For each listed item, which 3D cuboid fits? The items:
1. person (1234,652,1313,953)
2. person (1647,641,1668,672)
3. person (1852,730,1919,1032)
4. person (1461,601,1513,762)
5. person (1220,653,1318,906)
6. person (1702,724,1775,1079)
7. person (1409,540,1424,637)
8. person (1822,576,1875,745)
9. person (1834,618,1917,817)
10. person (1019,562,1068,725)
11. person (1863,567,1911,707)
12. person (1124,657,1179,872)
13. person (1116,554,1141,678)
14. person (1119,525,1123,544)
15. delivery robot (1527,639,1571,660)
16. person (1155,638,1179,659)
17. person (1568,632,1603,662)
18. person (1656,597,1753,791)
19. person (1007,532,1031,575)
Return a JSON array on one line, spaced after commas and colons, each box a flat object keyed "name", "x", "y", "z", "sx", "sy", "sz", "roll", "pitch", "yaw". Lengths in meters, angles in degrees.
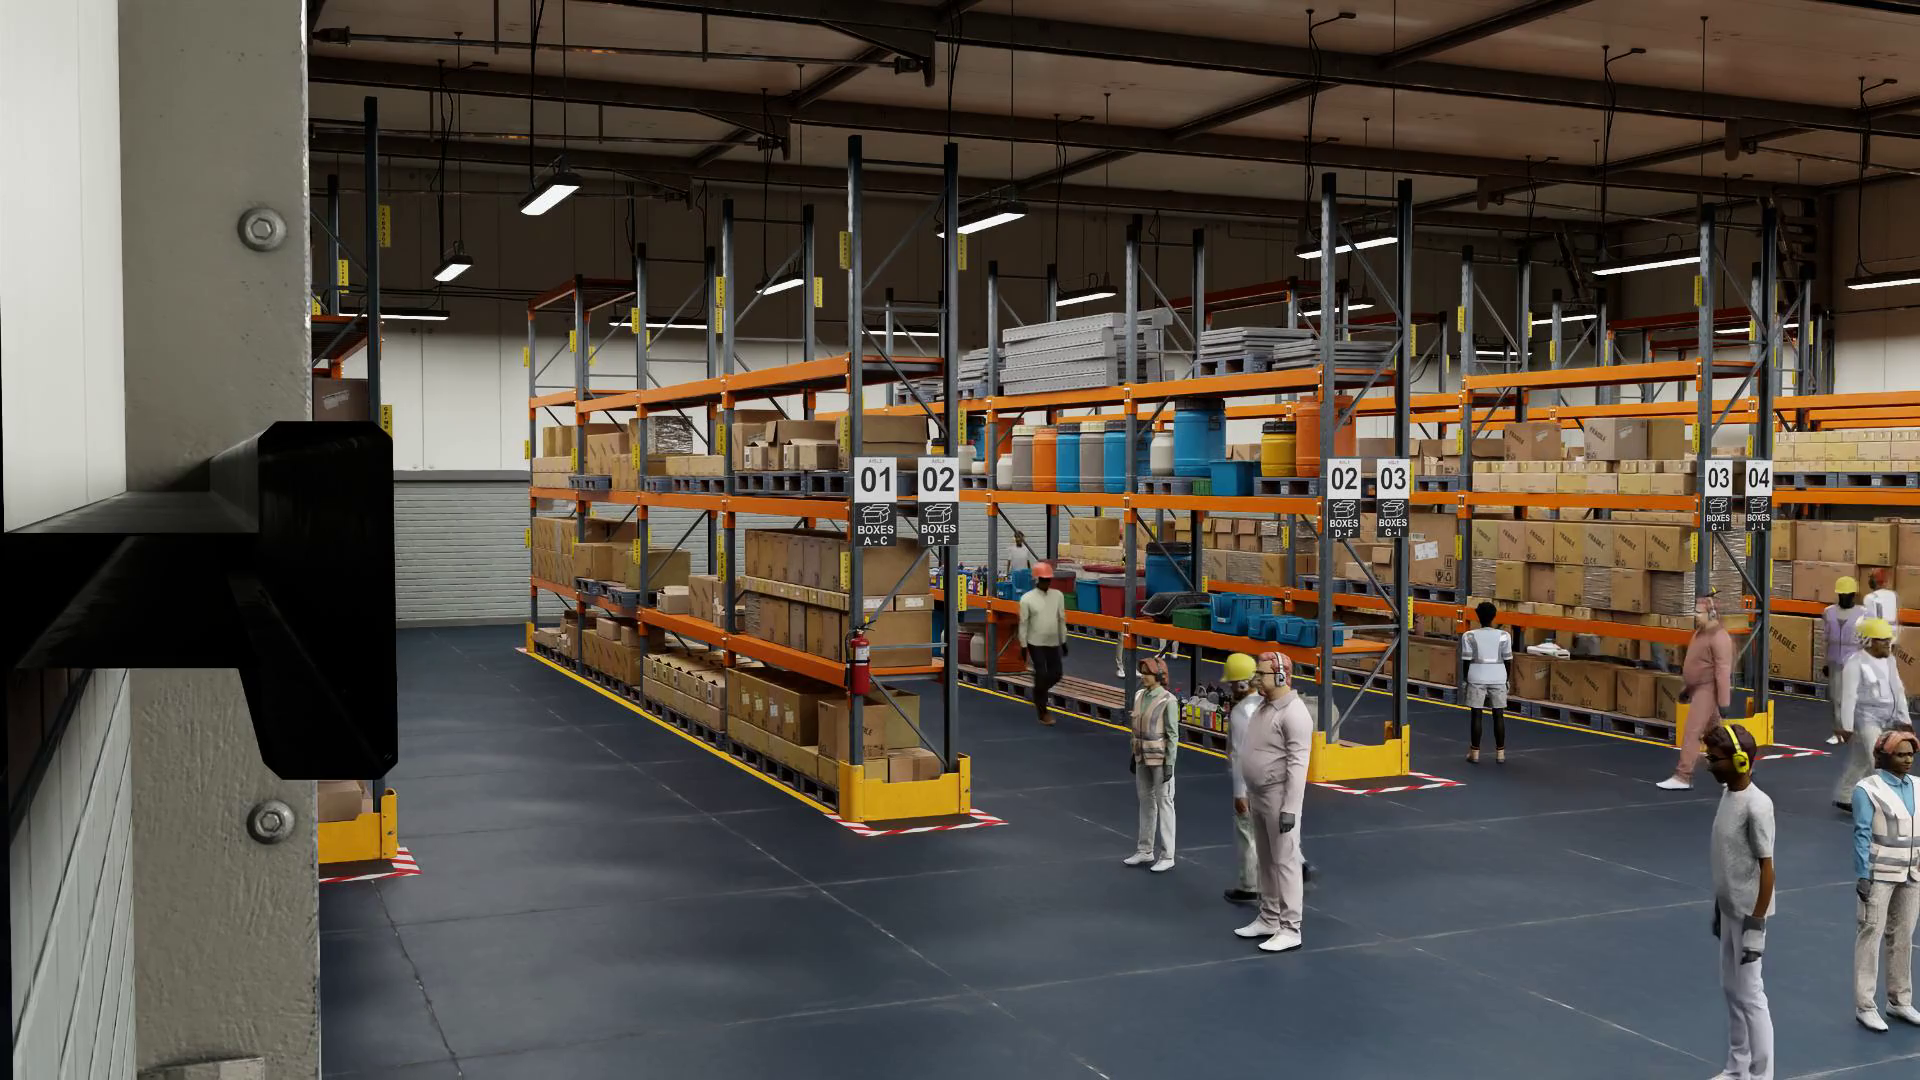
[{"name": "person", "x": 2.023, "y": 1.674, "z": 11.599, "sx": 0.410, "sy": 1.909, "sz": 0.643, "roll": -1, "pitch": 2, "yaw": -14}, {"name": "person", "x": 9.814, "y": 1.296, "z": 25.456, "sx": 0.502, "sy": 1.593, "sz": 0.804, "roll": -1, "pitch": 2, "yaw": -26}, {"name": "person", "x": 5.162, "y": 1.870, "z": 9.926, "sx": 0.519, "sy": 1.640, "sz": 0.307, "roll": -1, "pitch": 2, "yaw": -19}, {"name": "person", "x": 5.559, "y": 1.497, "z": 18.915, "sx": 0.534, "sy": 1.698, "sz": 0.318, "roll": 0, "pitch": 2, "yaw": 6}, {"name": "person", "x": 2.142, "y": 1.692, "z": 12.583, "sx": 0.616, "sy": 1.796, "sz": 0.644, "roll": 2, "pitch": 3, "yaw": 42}, {"name": "person", "x": 3.729, "y": 1.811, "z": 8.608, "sx": 0.335, "sy": 1.863, "sz": 0.516, "roll": 0, "pitch": 2, "yaw": 6}, {"name": "person", "x": 7.657, "y": 0.952, "z": 30.398, "sx": 0.642, "sy": 1.913, "sz": 0.408, "roll": 1, "pitch": 2, "yaw": 17}, {"name": "person", "x": 10.081, "y": 1.346, "z": 20.274, "sx": 0.724, "sy": 1.903, "sz": 0.591, "roll": -2, "pitch": 3, "yaw": -37}, {"name": "person", "x": 8.045, "y": 1.576, "z": 15.655, "sx": 0.607, "sy": 1.780, "sz": 0.929, "roll": -1, "pitch": 3, "yaw": -31}, {"name": "person", "x": 0.990, "y": 1.245, "z": 21.885, "sx": 0.643, "sy": 1.979, "sz": 0.607, "roll": -1, "pitch": 2, "yaw": -27}, {"name": "person", "x": 11.608, "y": 1.275, "z": 22.515, "sx": 0.592, "sy": 1.868, "sz": 0.567, "roll": -1, "pitch": 2, "yaw": -23}, {"name": "person", "x": 1.497, "y": 1.720, "z": 13.837, "sx": 0.309, "sy": 1.641, "sz": 0.514, "roll": -1, "pitch": 3, "yaw": -33}, {"name": "person", "x": 2.523, "y": 1.114, "z": 26.690, "sx": 0.514, "sy": 1.872, "sz": 0.328, "roll": -1, "pitch": 2, "yaw": -27}, {"name": "person", "x": 3.325, "y": 0.636, "z": 38.597, "sx": 0.824, "sy": 1.940, "sz": 0.652, "roll": -1, "pitch": 2, "yaw": -18}, {"name": "delivery robot", "x": 8.853, "y": 1.727, "z": 26.939, "sx": 0.477, "sy": 0.478, "sz": 0.707, "roll": -1, "pitch": 2, "yaw": -18}, {"name": "person", "x": 3.379, "y": 1.131, "z": 29.295, "sx": 0.497, "sy": 1.633, "sz": 0.284, "roll": -1, "pitch": 2, "yaw": -18}, {"name": "person", "x": 8.448, "y": 1.210, "z": 23.934, "sx": 0.586, "sy": 1.901, "sz": 0.832, "roll": -2, "pitch": 3, "yaw": -35}, {"name": "person", "x": 7.234, "y": 1.474, "z": 17.322, "sx": 0.927, "sy": 1.871, "sz": 0.645, "roll": 0, "pitch": 2, "yaw": 10}, {"name": "person", "x": 1.206, "y": 0.751, "z": 36.616, "sx": 0.498, "sy": 1.828, "sz": 0.965, "roll": 0, "pitch": 2, "yaw": 2}]
